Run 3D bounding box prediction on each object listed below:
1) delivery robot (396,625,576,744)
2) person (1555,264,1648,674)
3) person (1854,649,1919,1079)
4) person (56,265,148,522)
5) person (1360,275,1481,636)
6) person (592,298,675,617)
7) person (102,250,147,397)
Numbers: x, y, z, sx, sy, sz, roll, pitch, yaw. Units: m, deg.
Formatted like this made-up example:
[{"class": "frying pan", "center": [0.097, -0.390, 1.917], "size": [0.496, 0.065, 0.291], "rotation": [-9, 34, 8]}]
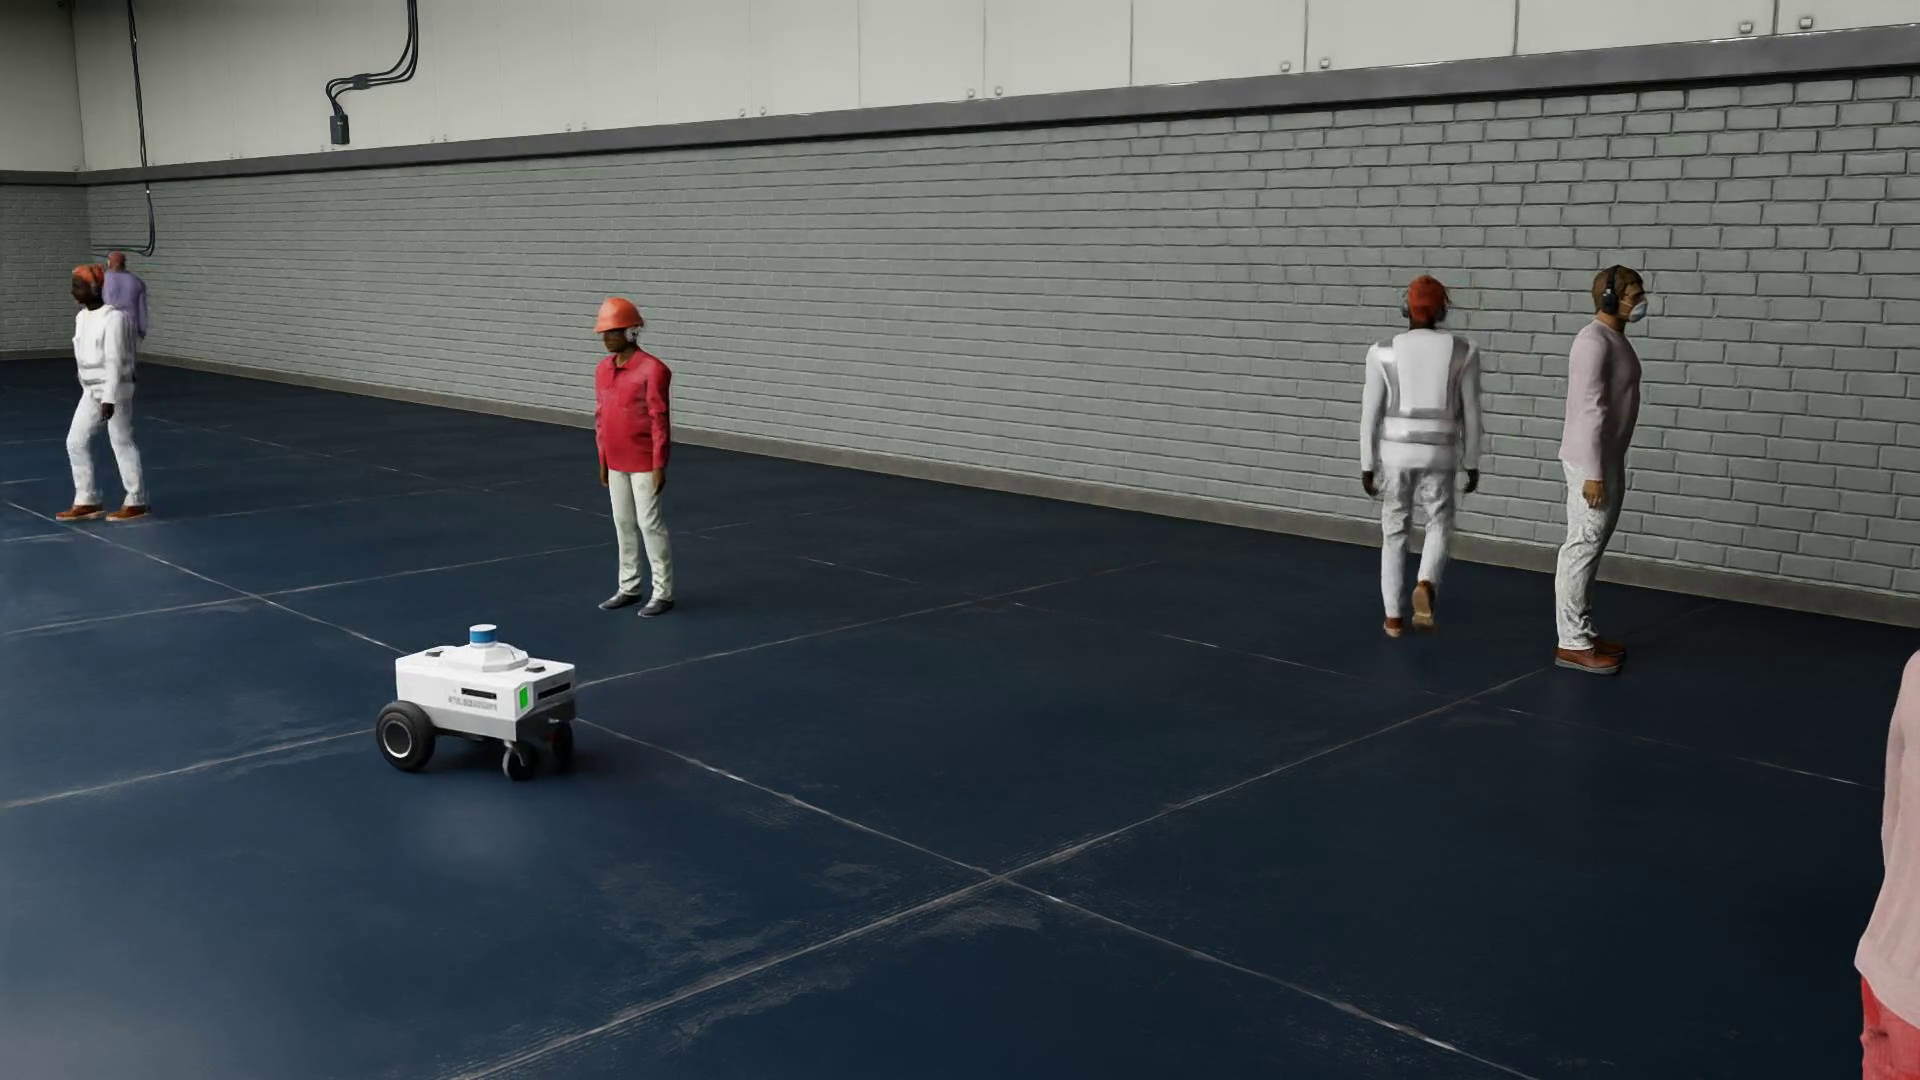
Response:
[{"class": "delivery robot", "center": [-1.853, 0.575, 6.506], "size": [0.707, 0.478, 0.477], "rotation": [5, 12, 27]}, {"class": "person", "center": [3.083, -0.346, 8.006], "size": [0.370, 1.941, 0.627], "rotation": [6, 12, 28]}, {"class": "person", "center": [1.584, 0.738, 2.590], "size": [0.328, 1.762, 0.523], "rotation": [2, 11, 13]}, {"class": "person", "center": [-6.233, -1.028, 11.936], "size": [0.583, 1.861, 0.717], "rotation": [7, 12, 32]}, {"class": "person", "center": [2.337, -0.401, 8.466], "size": [0.621, 1.877, 0.566], "rotation": [2, 11, 13]}, {"class": "person", "center": [-1.810, -0.450, 9.114], "size": [0.579, 1.742, 0.360], "rotation": [8, 13, 38]}, {"class": "person", "center": [-10.696, -2.744, 21.229], "size": [0.647, 1.884, 0.655], "rotation": [9, 14, 40]}]
